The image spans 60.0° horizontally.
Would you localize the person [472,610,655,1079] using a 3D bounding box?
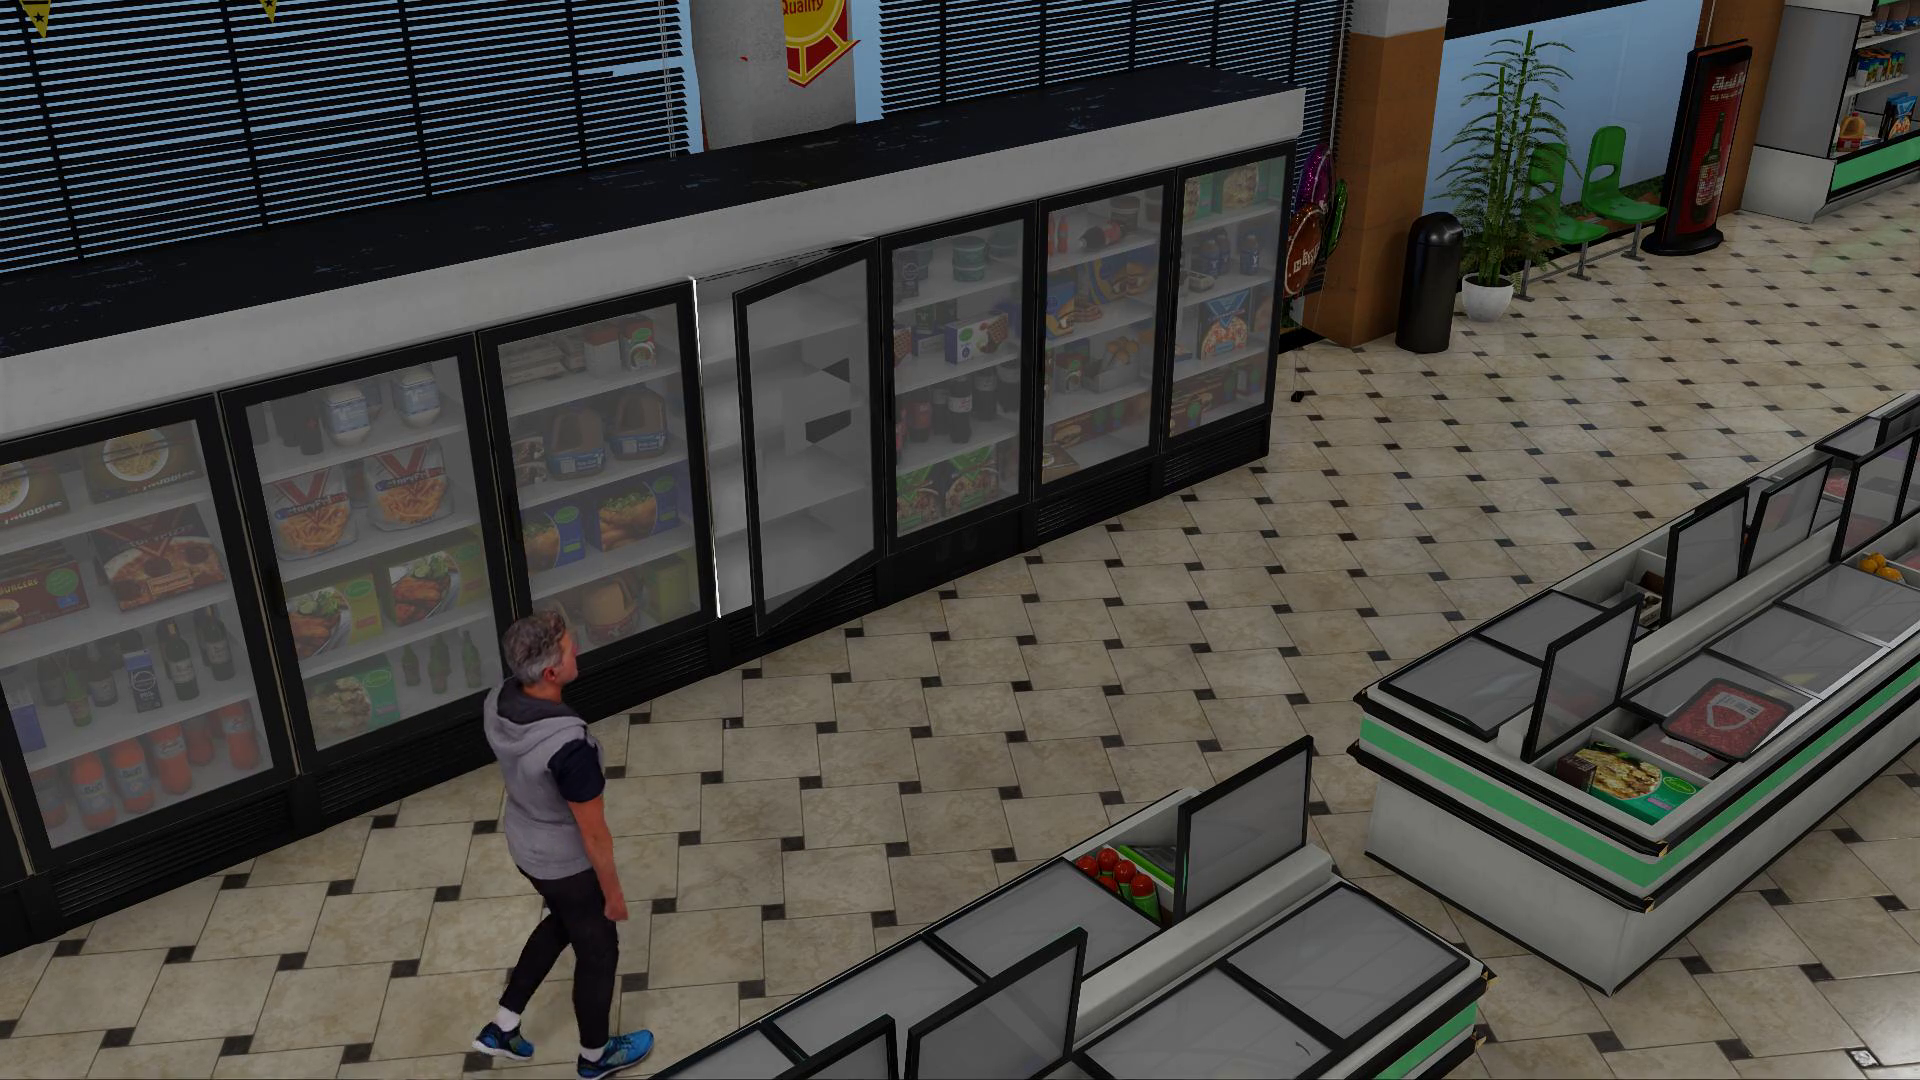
[{"bbox_3d":[-1.364,1.064,5.366,0.807,1.812,0.709,-22,34,-37],"label":"person"}]
